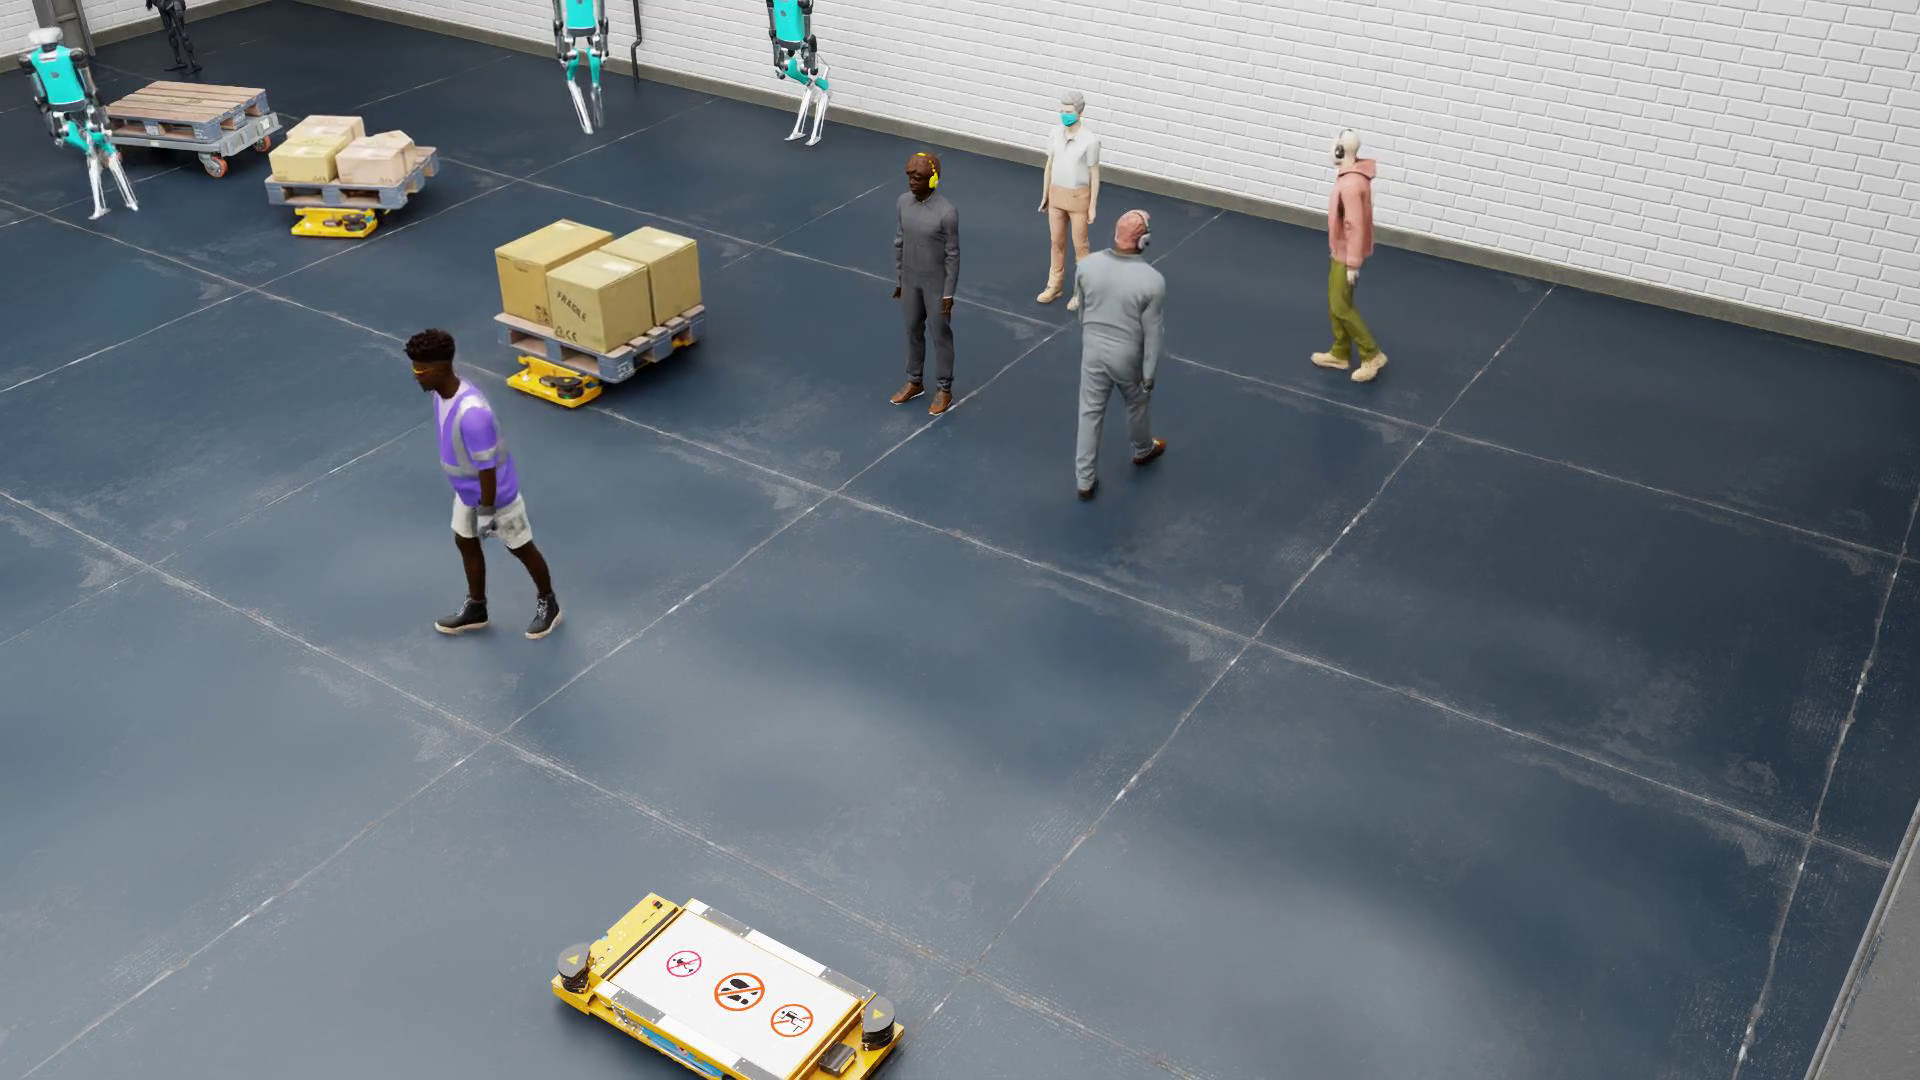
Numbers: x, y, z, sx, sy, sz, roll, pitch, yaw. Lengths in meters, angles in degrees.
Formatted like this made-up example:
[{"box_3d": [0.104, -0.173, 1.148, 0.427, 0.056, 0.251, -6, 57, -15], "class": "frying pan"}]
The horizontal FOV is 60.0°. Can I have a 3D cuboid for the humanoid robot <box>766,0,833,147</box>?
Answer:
[{"box_3d": [-1.474, -4.677, 16.053, 0.533, 1.677, 0.735, 19, 37, 27], "class": "humanoid robot"}]

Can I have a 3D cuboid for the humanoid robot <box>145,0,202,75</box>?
[{"box_3d": [-8.704, -5.960, 18.215, 0.599, 1.657, 0.315, 19, 37, 27], "class": "humanoid robot"}]

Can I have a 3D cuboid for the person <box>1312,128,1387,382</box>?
[{"box_3d": [2.883, -2.053, 12.042, 0.599, 1.794, 0.588, 7, 33, 10], "class": "person"}]

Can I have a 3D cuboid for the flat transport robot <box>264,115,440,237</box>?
[{"box_3d": [-5.442, -3.094, 15.070, 0.659, 0.231, 1.431, 3, 33, 5], "class": "flat transport robot"}]

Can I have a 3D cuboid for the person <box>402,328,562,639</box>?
[{"box_3d": [-2.644, -0.283, 9.183, 0.678, 1.926, 0.621, -23, 39, -31], "class": "person"}]

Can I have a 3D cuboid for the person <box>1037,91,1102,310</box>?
[{"box_3d": [0.856, -2.662, 13.031, 0.490, 1.746, 0.310, 19, 37, 27], "class": "person"}]

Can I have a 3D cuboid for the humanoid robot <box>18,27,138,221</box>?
[{"box_3d": [-7.716, -3.684, 14.633, 0.568, 1.788, 0.811, -8, 34, -13], "class": "humanoid robot"}]

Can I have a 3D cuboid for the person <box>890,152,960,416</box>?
[{"box_3d": [-0.243, -1.776, 11.535, 0.501, 1.874, 0.345, 19, 37, 27], "class": "person"}]

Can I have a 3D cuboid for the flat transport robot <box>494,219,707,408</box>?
[{"box_3d": [-2.643, -1.414, 12.456, 0.659, 0.231, 1.431, 19, 38, 27], "class": "flat transport robot"}]

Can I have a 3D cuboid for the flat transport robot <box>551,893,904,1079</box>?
[{"box_3d": [-1.012, 1.990, 7.159, 1.431, 0.231, 0.659, 19, 37, 27], "class": "flat transport robot"}]

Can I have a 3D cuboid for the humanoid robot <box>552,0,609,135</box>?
[{"box_3d": [-3.757, -4.837, 16.534, 0.546, 1.899, 0.701, -11, 34, -16], "class": "humanoid robot"}]

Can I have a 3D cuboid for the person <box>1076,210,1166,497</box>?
[{"box_3d": [1.044, -1.232, 10.698, 0.673, 1.852, 0.947, 18, 37, 25], "class": "person"}]
